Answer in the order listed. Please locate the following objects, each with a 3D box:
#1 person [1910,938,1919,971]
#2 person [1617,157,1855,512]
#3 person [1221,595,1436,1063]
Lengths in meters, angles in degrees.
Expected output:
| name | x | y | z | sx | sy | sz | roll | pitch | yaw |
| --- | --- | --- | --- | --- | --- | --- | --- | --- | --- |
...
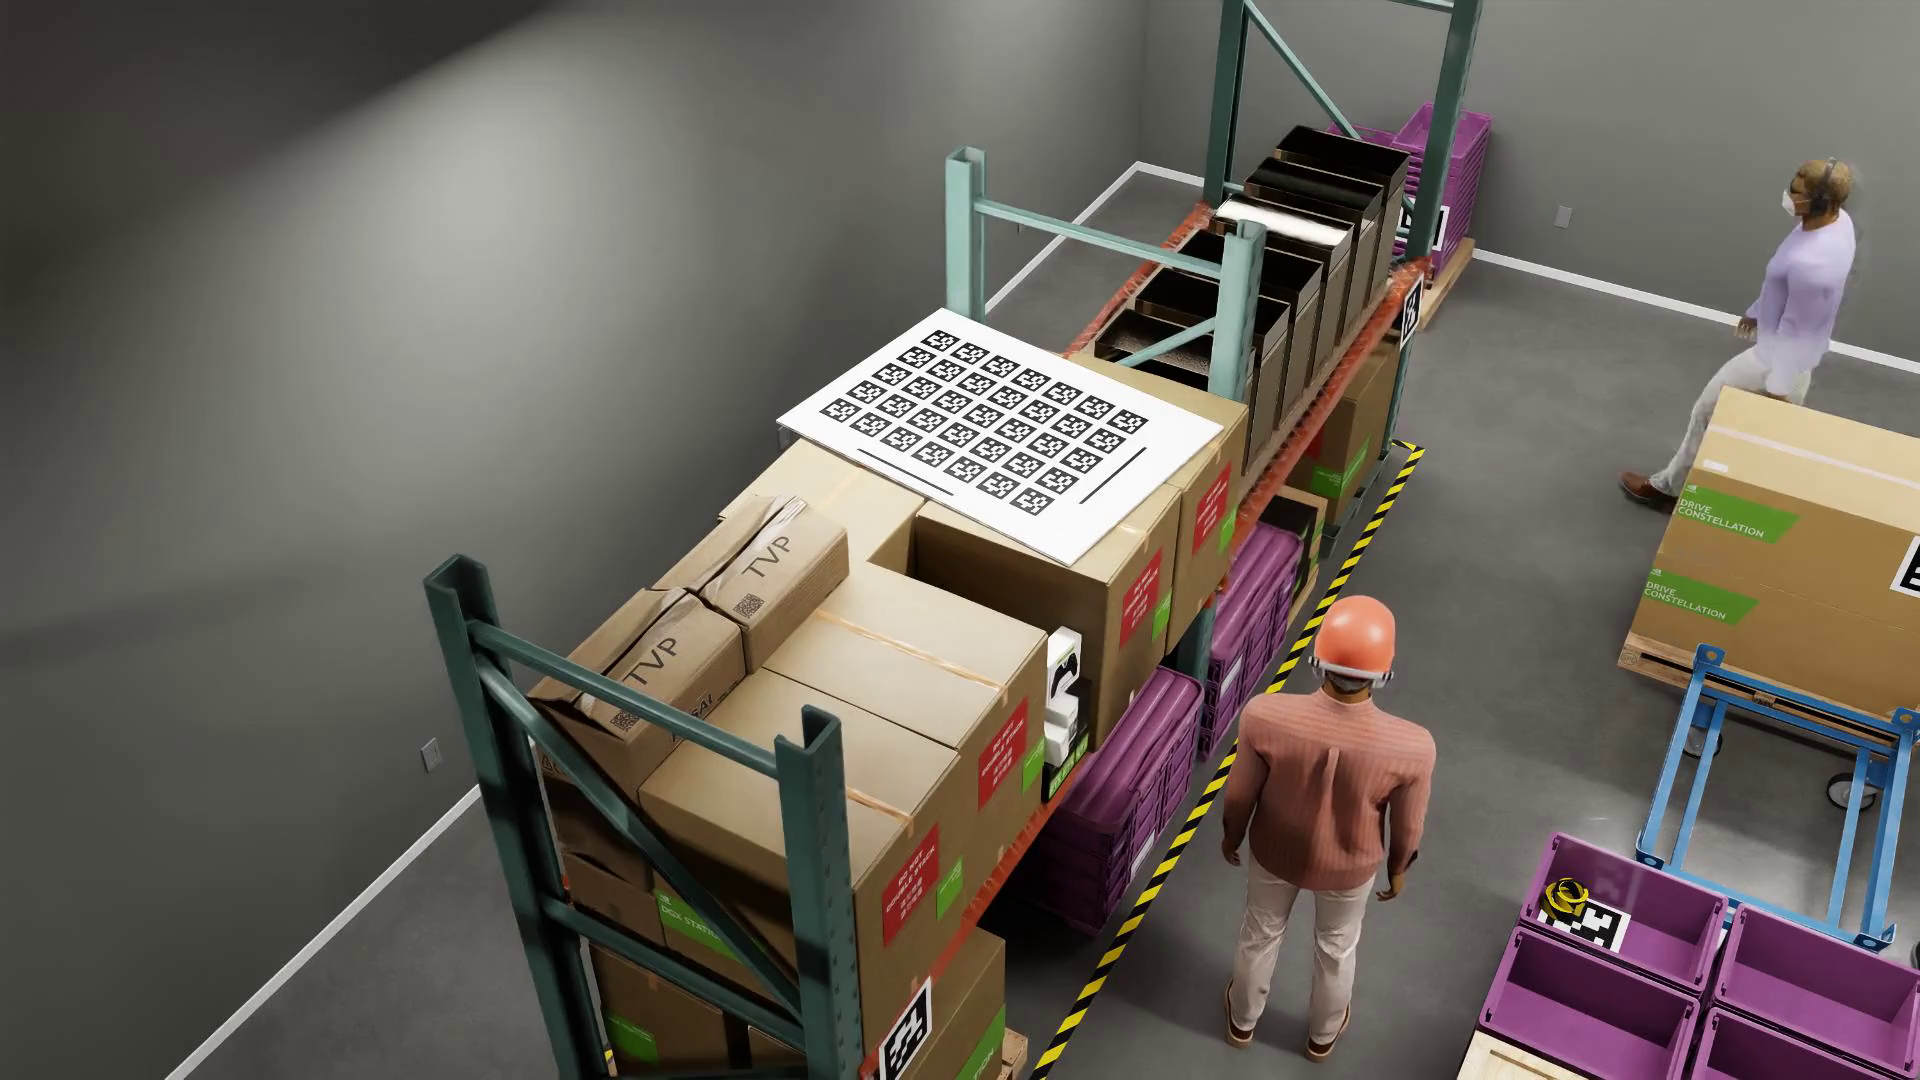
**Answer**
| name | x | y | z | sx | sy | sz | roll | pitch | yaw |
| --- | --- | --- | --- | --- | --- | --- | --- | --- | --- |
| person | 3.697 | 0.940 | 5.557 | 0.591 | 1.834 | 0.404 | 24 | 46 | 26 |
| person | 3.681 | -0.910 | 7.710 | 0.908 | 1.898 | 0.647 | 26 | 46 | 27 |
| person | 1.157 | 0.974 | 5.394 | 0.622 | 1.990 | 0.399 | 10 | 41 | 12 |
